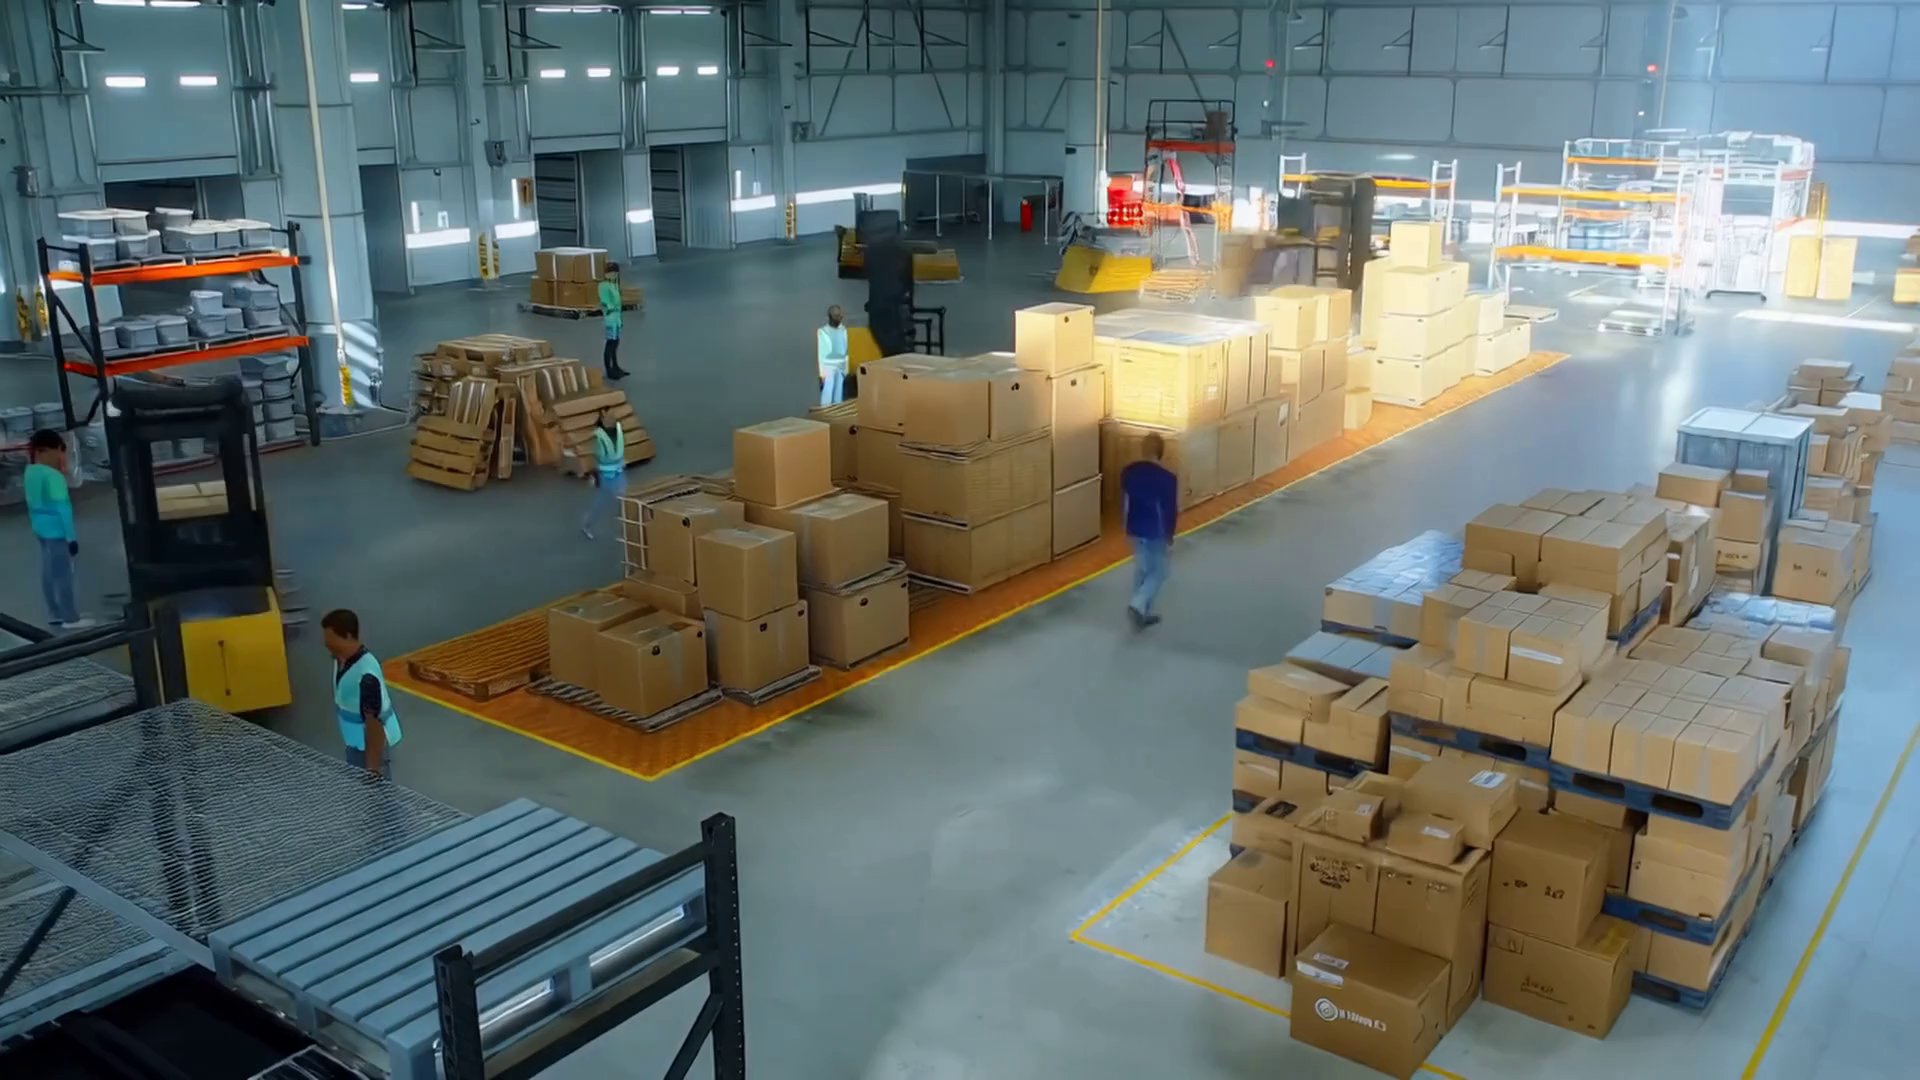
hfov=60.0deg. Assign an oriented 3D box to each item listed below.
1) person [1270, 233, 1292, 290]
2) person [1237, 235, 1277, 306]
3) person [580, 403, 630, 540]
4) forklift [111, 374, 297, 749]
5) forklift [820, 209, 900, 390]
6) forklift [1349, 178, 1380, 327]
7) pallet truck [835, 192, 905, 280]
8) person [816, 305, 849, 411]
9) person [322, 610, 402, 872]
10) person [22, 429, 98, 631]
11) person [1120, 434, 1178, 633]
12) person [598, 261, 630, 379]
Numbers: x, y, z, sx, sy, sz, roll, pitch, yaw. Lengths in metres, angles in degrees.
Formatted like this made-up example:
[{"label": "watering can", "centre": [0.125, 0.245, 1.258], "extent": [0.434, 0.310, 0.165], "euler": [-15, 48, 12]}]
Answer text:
[{"label": "person", "centre": [6.146, -4.885, 31.655], "extent": [0.994, 1.889, 0.547], "euler": [2, 17, 8]}, {"label": "person", "centre": [5.579, -4.745, 31.143], "extent": [0.675, 1.903, 0.728], "euler": [-11, 20, -32]}, {"label": "person", "centre": [-3.913, -0.733, 18.372], "extent": [0.796, 1.605, 0.513], "euler": [15, 22, 40]}, {"label": "forklift", "centre": [-6.183, 0.080, 13.510], "extent": [1.129, 2.768, 1.873], "euler": [-8, 19, -25]}, {"label": "forklift", "centre": [-1.220, -3.791, 26.326], "extent": [1.873, 2.768, 1.129], "euler": [3, 17, 10]}, {"label": "forklift", "centre": [7.751, -5.552, 32.158], "extent": [1.873, 2.768, 1.129], "euler": [3, 17, 10]}, {"label": "pallet truck", "centre": [-1.936, -7.159, 38.982], "extent": [1.885, 1.965, 0.823], "euler": [-12, 21, -34]}, {"label": "person", "centre": [-1.766, -2.353, 23.286], "extent": [0.351, 1.878, 0.568], "euler": [14, 22, 39]}, {"label": "person", "centre": [-3.904, 1.354, 10.958], "extent": [0.394, 1.908, 0.597], "euler": [-12, 20, -34]}, {"label": "person", "centre": [-8.539, -0.098, 15.725], "extent": [0.593, 1.922, 0.384], "euler": [10, 20, 30]}, {"label": "person", "centre": [1.718, -0.037, 15.536], "extent": [0.643, 1.924, 0.644], "euler": [15, 22, 40]}, {"label": "person", "centre": [-5.704, -3.630, 27.400], "extent": [0.361, 1.938, 0.546], "euler": [5, 17, 15]}]
